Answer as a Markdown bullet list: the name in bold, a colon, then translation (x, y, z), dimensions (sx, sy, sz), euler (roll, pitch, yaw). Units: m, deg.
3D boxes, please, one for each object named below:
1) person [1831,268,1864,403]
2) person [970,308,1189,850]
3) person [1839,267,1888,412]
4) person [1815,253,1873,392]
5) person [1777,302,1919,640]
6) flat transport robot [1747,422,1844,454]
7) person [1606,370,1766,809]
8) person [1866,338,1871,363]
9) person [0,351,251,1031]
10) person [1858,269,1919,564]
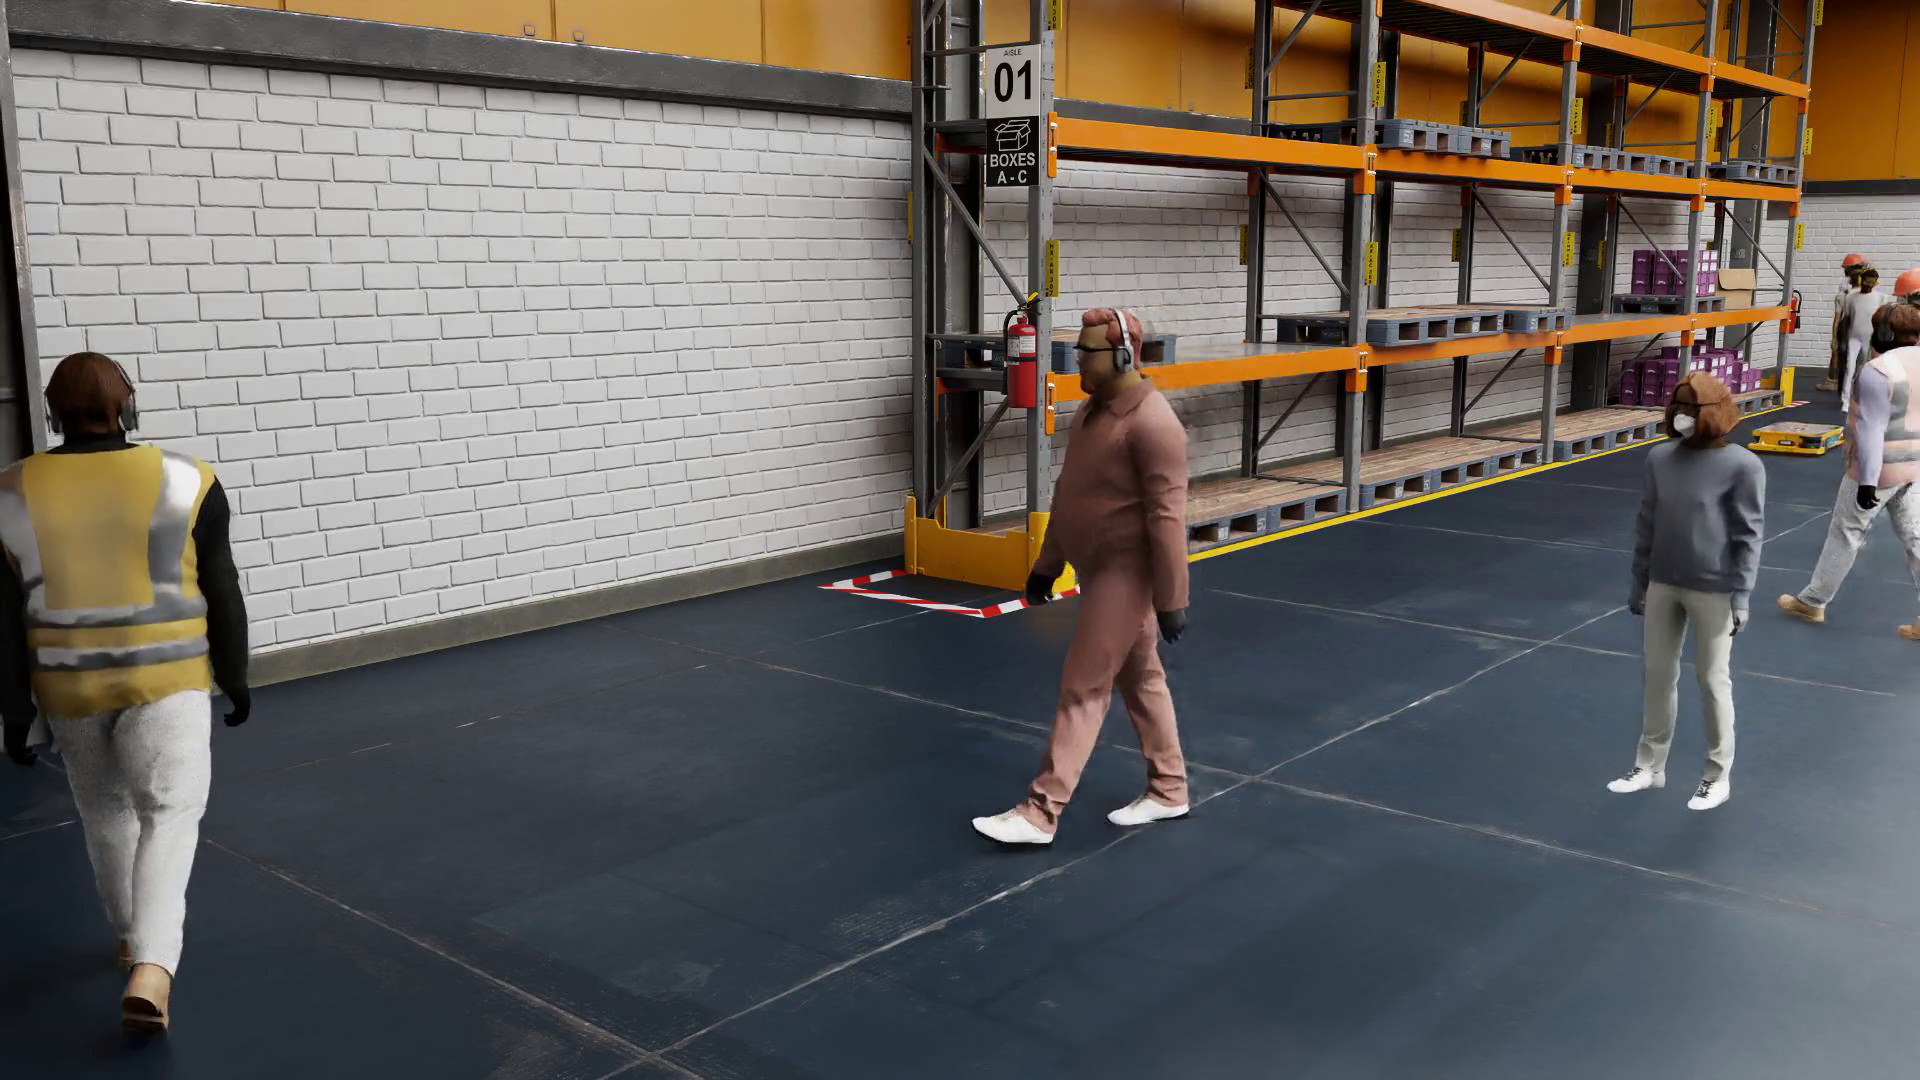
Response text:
- **person**: translation (11.823, -2.684, 22.027), dimensions (0.507, 1.821, 0.813), euler (6, 12, 31)
- **person**: translation (0.428, 0.139, 5.797), dimensions (0.949, 1.866, 0.650), euler (-2, 10, -13)
- **person**: translation (11.514, -2.555, 21.224), dimensions (0.538, 1.842, 0.721), euler (4, 11, 23)
- **person**: translation (12.800, -3.088, 23.766), dimensions (0.602, 2.014, 0.995), euler (-4, 11, -20)
- **person**: translation (4.973, -0.374, 8.936), dimensions (0.648, 1.791, 0.978), euler (-5, 11, -24)
- **flat transport robot**: translation (8.656, -1.058, 17.142), dimensions (0.652, 0.197, 1.431), euler (8, 13, 38)
- **person**: translation (2.717, 0.187, 6.195), dimensions (0.289, 1.637, 0.507), euler (-6, 12, -31)
- **person**: translation (8.093, -1.258, 14.399), dimensions (0.285, 1.634, 0.499), euler (-6, 12, -31)
- **person**: translation (-2.272, 0.395, 4.504), dimensions (0.627, 1.813, 0.906), euler (-3, 10, -15)
- **person**: translation (6.299, -0.821, 11.060), dimensions (0.621, 1.931, 1.053), euler (1, 10, 7)
